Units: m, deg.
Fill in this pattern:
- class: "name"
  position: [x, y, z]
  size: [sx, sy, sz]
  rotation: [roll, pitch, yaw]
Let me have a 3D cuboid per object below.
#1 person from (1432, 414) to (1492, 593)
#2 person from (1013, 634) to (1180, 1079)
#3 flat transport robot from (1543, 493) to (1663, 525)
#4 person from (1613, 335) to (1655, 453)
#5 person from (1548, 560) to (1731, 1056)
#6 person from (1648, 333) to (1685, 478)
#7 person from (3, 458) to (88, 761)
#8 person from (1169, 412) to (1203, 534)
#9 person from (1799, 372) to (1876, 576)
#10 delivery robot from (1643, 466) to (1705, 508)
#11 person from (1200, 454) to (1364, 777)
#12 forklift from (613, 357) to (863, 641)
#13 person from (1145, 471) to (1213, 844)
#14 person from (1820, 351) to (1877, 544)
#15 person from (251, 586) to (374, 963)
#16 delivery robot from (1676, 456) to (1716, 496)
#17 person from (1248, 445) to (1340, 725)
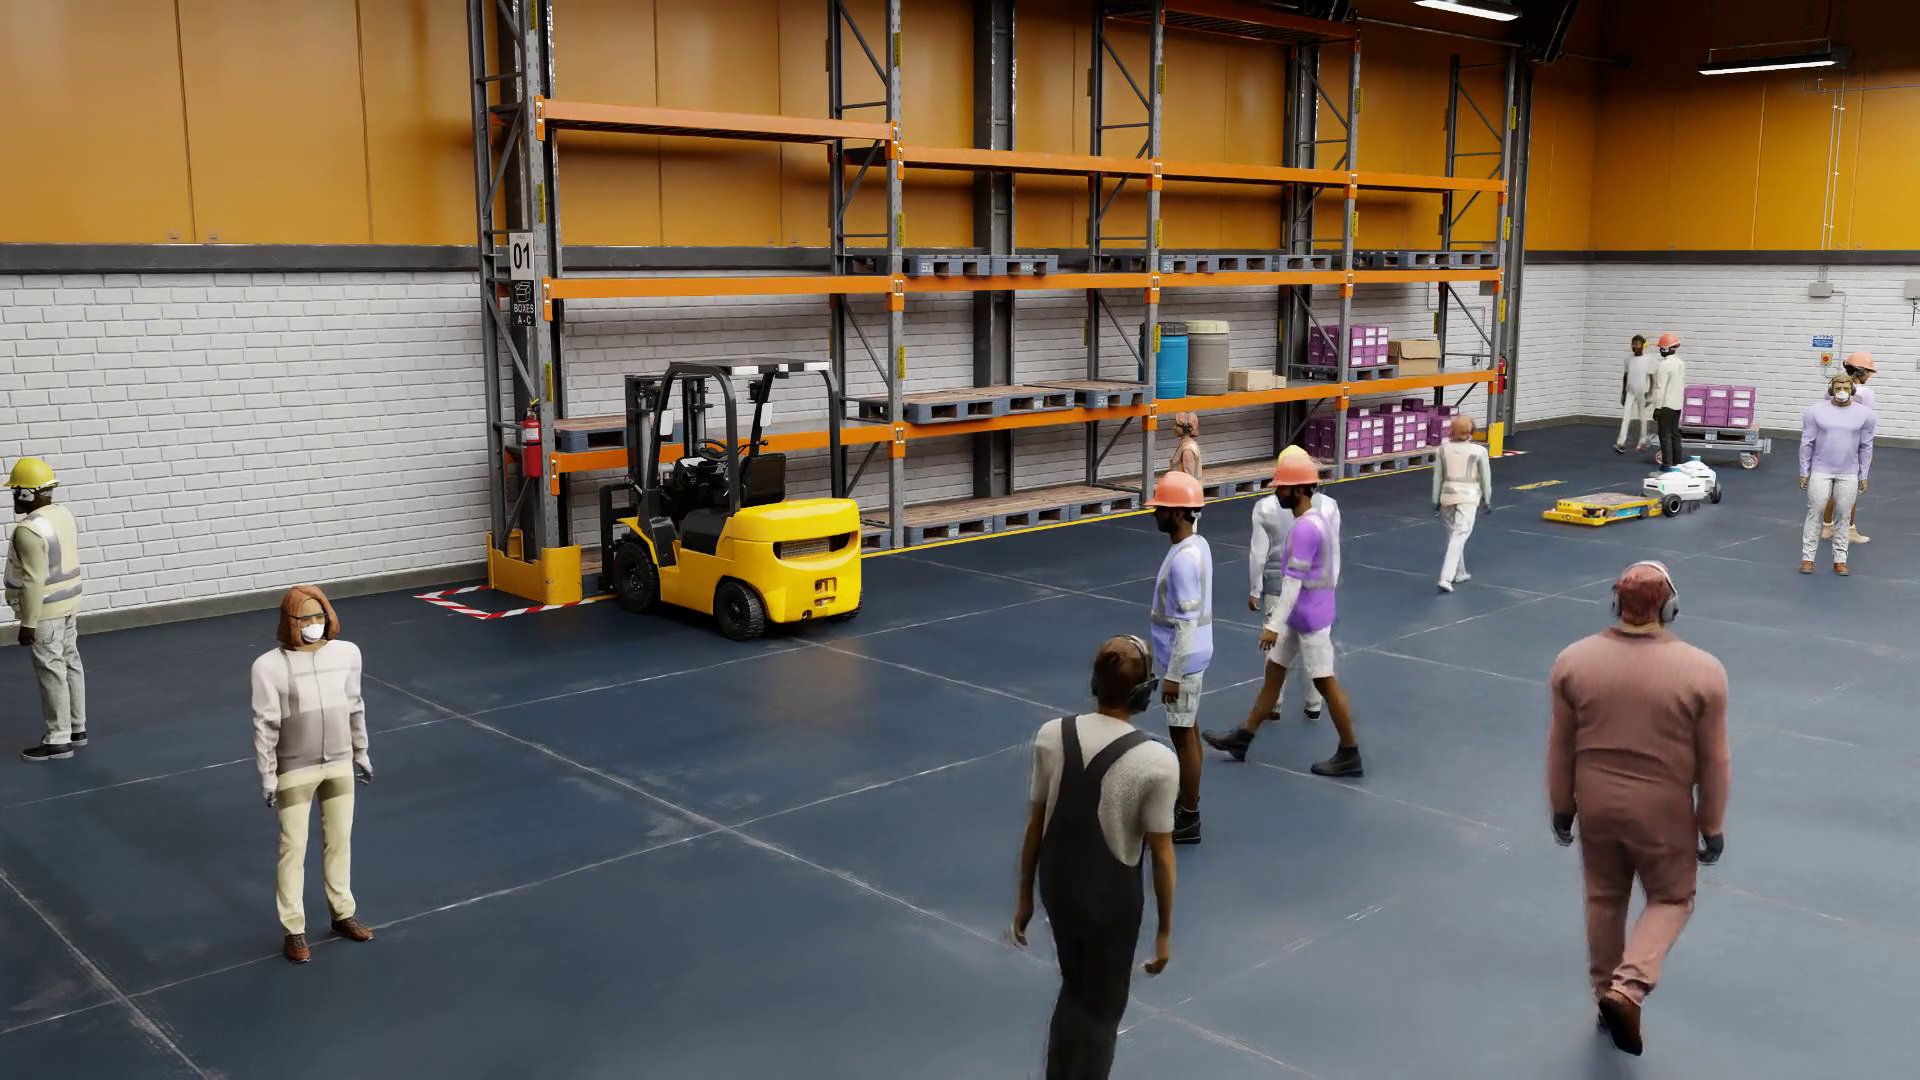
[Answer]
- class: "person"
  position: [4.540, -0.338, 15.148]
  size: [0.506, 1.600, 0.861]
  rotation: [9, 13, 43]
- class: "person"
  position: [0.440, 1.213, 5.435]
  size: [0.537, 1.815, 0.475]
  rotation: [7, 12, 34]
- class: "flat transport robot"
  position: [7.449, -0.371, 19.227]
  size: [1.431, 0.197, 0.652]
  rotation: [-7, 12, -37]
- class: "person"
  position: [10.417, -2.238, 25.632]
  size: [0.548, 1.815, 0.965]
  rotation: [9, 13, 42]
- class: "person"
  position: [2.560, 1.019, 6.337]
  size: [0.659, 1.892, 0.621]
  rotation: [8, 13, 39]
- class: "person"
  position: [9.727, -1.845, 22.883]
  size: [0.636, 1.981, 0.427]
  rotation: [-9, 13, -43]
- class: "person"
  position: [-5.546, 0.413, 10.073]
  size: [0.403, 1.833, 0.586]
  rotation: [-1, 10, -6]
- class: "person"
  position: [2.044, -0.345, 15.073]
  size: [0.309, 1.641, 0.514]
  rotation: [1, 10, 5]
- class: "person"
  position: [8.336, -0.628, 15.856]
  size: [0.631, 1.940, 0.372]
  rotation: [4, 10, 20]
- class: "delivery robot"
  position: [8.422, -0.623, 19.596]
  size: [0.707, 0.478, 0.477]
  rotation: [-4, 10, -22]
- class: "person"
  position: [1.927, 0.446, 9.726]
  size: [0.993, 1.883, 0.568]
  rotation: [2, 10, 9]
- class: "forklift"
  position: [-1.847, -0.414, 13.852]
  size: [1.214, 2.155, 2.313]
  rotation: [-9, 13, -42]
- class: "person"
  position: [1.123, 0.609, 8.610]
  size: [0.361, 1.939, 0.543]
  rotation: [2, 10, 12]
- class: "person"
  position: [9.422, -0.973, 17.598]
  size: [0.392, 2.034, 0.605]
  rotation: [-3, 10, -17]
- class: "person"
  position: [-2.804, 0.996, 7.237]
  size: [0.270, 1.632, 0.508]
  rotation: [8, 13, 41]
- class: "delivery robot"
  position: [9.116, -0.800, 20.630]
  size: [0.477, 0.478, 0.707]
  rotation: [2, 10, 11]
- class: "person"
  position: [2.153, 0.299, 10.771]
  size: [0.587, 1.822, 0.403]
  rotation: [0, 10, -3]
